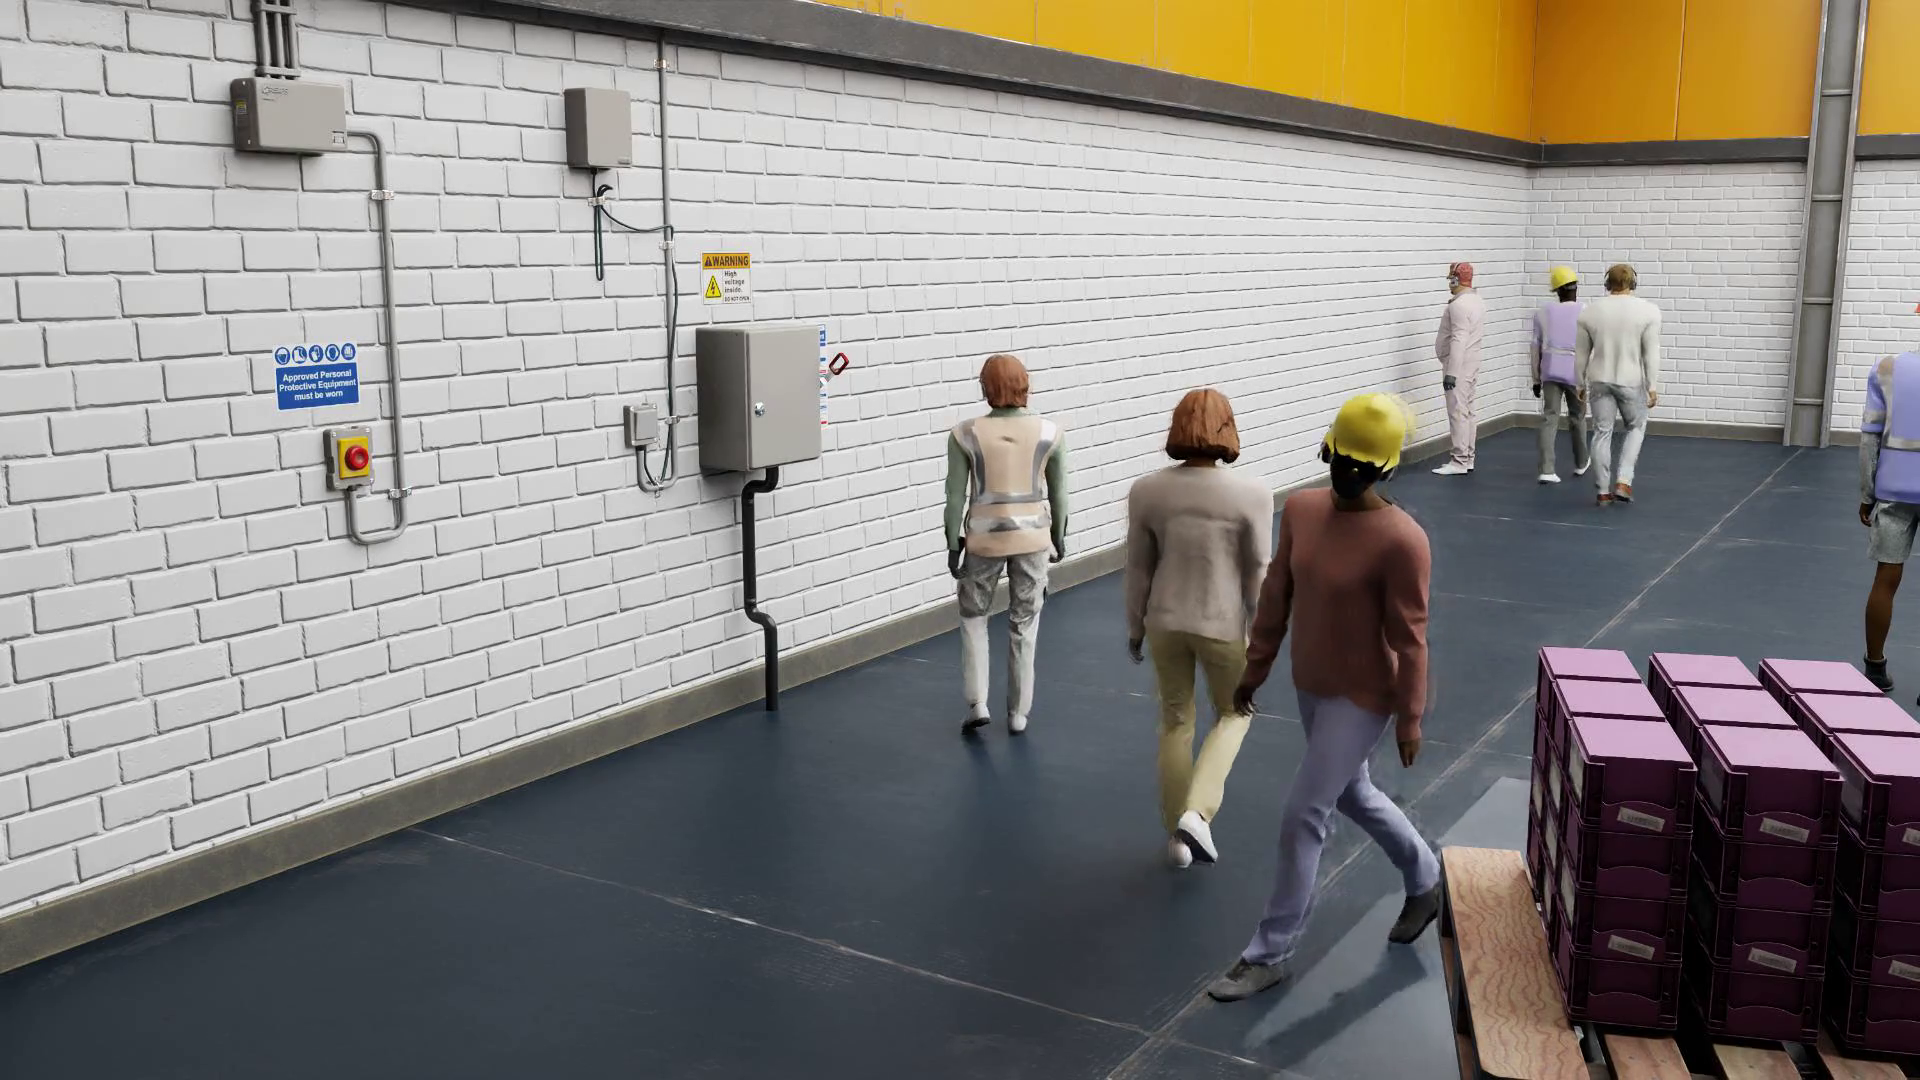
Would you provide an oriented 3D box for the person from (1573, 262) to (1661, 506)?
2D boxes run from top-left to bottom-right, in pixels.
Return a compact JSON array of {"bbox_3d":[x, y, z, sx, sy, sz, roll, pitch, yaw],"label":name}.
[{"bbox_3d":[5.178,-1.223,13.144,0.661,1.928,0.462,7,12,33],"label":"person"}]

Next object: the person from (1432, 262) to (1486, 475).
[{"bbox_3d":[4.472,-1.537,14.963,0.401,1.904,0.649,6,12,30],"label":"person"}]

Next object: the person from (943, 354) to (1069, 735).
[{"bbox_3d":[0.198,0.034,7.013,0.537,1.632,0.373,-1,10,-3],"label":"person"}]

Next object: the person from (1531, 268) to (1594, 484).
[{"bbox_3d":[5.311,-1.435,14.536,0.630,1.853,0.998,7,12,35],"label":"person"}]

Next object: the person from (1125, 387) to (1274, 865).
[{"bbox_3d":[0.787,0.302,5.525,0.514,1.616,0.378,5,11,25],"label":"person"}]

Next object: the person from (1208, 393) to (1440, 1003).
[{"bbox_3d":[1.127,0.417,4.675,0.887,1.702,0.547,-5,11,-24],"label":"person"}]

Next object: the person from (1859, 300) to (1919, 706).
[{"bbox_3d":[4.384,-0.216,7.550,0.373,1.934,0.551,-9,14,-42],"label":"person"}]
